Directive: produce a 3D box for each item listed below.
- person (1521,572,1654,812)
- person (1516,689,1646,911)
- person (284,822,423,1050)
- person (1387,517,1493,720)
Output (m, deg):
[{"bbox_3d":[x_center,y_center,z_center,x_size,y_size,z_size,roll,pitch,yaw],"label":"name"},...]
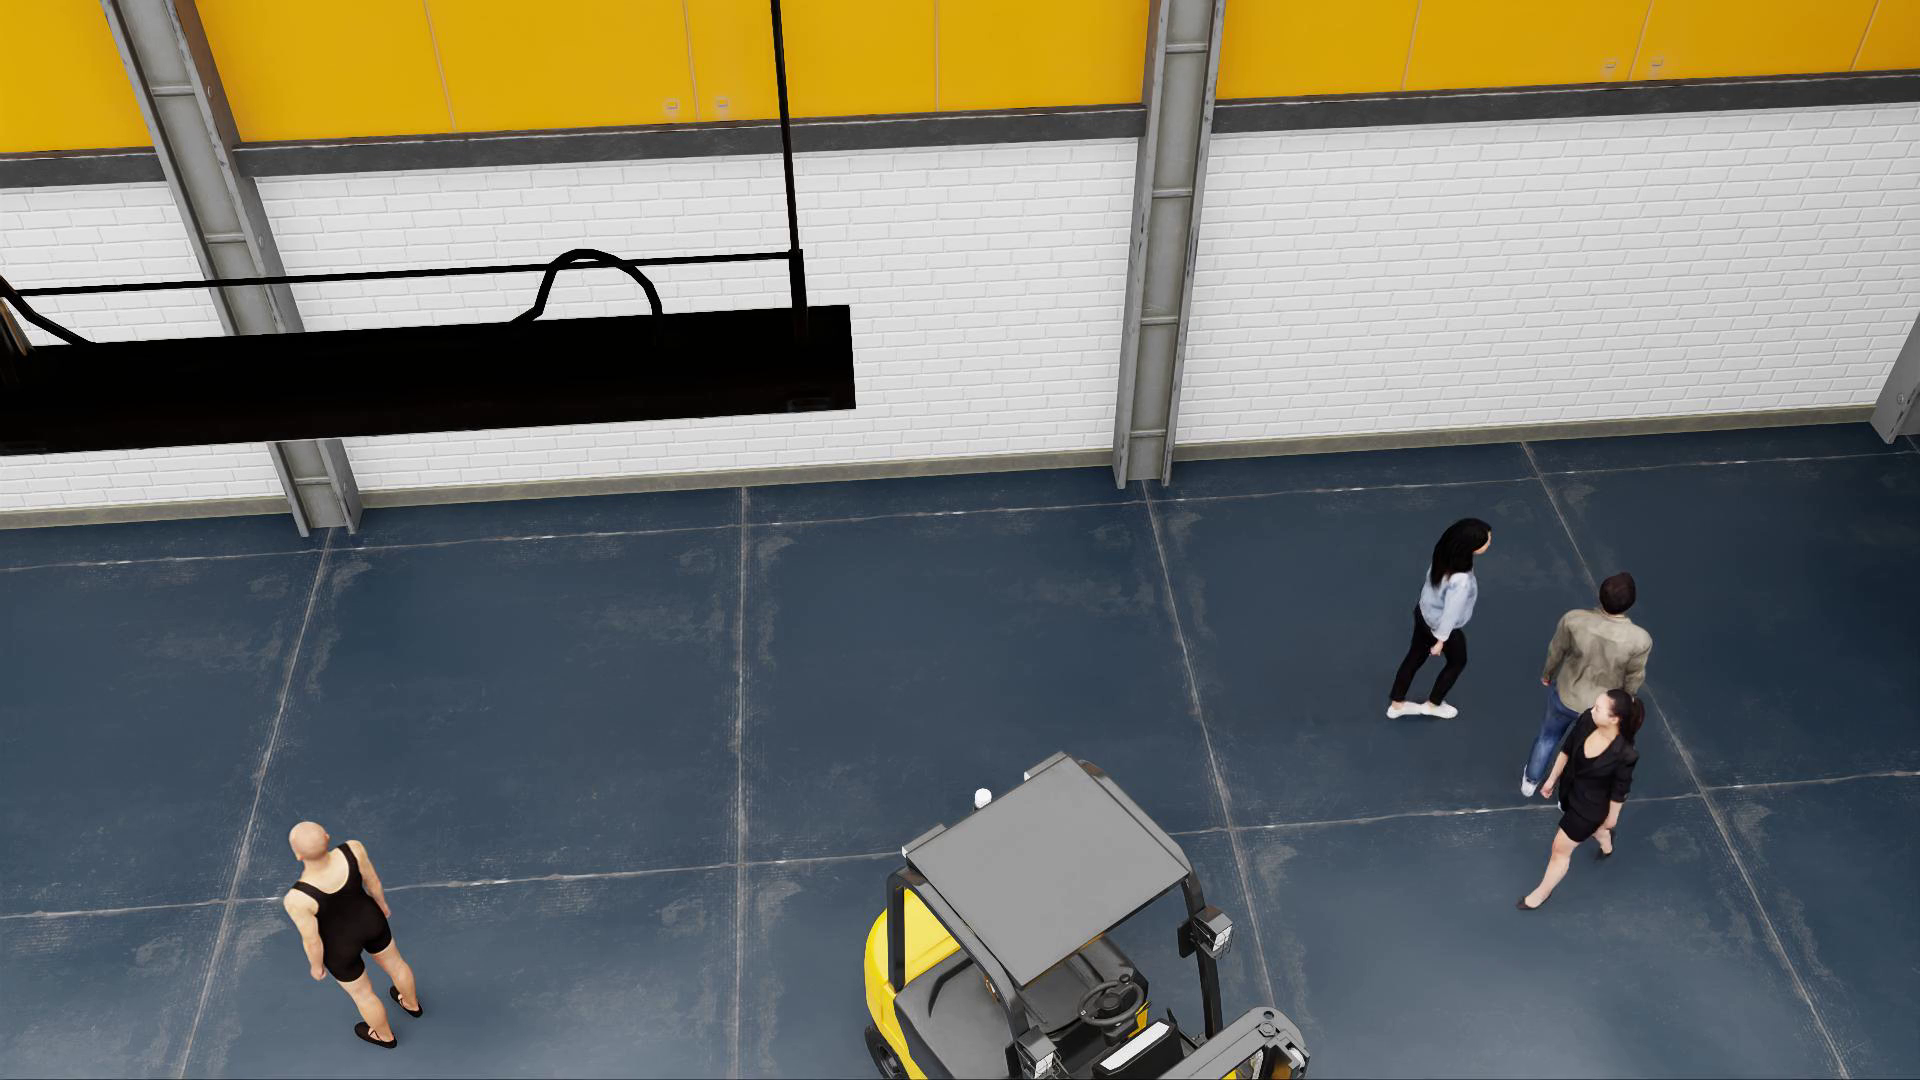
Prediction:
[{"bbox_3d":[3.650,0.911,9.754,0.749,1.868,0.864,22,48,21],"label":"person"},{"bbox_3d":[3.585,1.416,9.375,1.077,1.660,0.778,-16,46,-16],"label":"person"},{"bbox_3d":[-3.143,2.040,8.606,0.728,1.815,0.712,23,48,22],"label":"person"},{"bbox_3d":[2.885,0.512,10.299,0.689,1.692,0.607,-6,44,-6],"label":"person"}]
